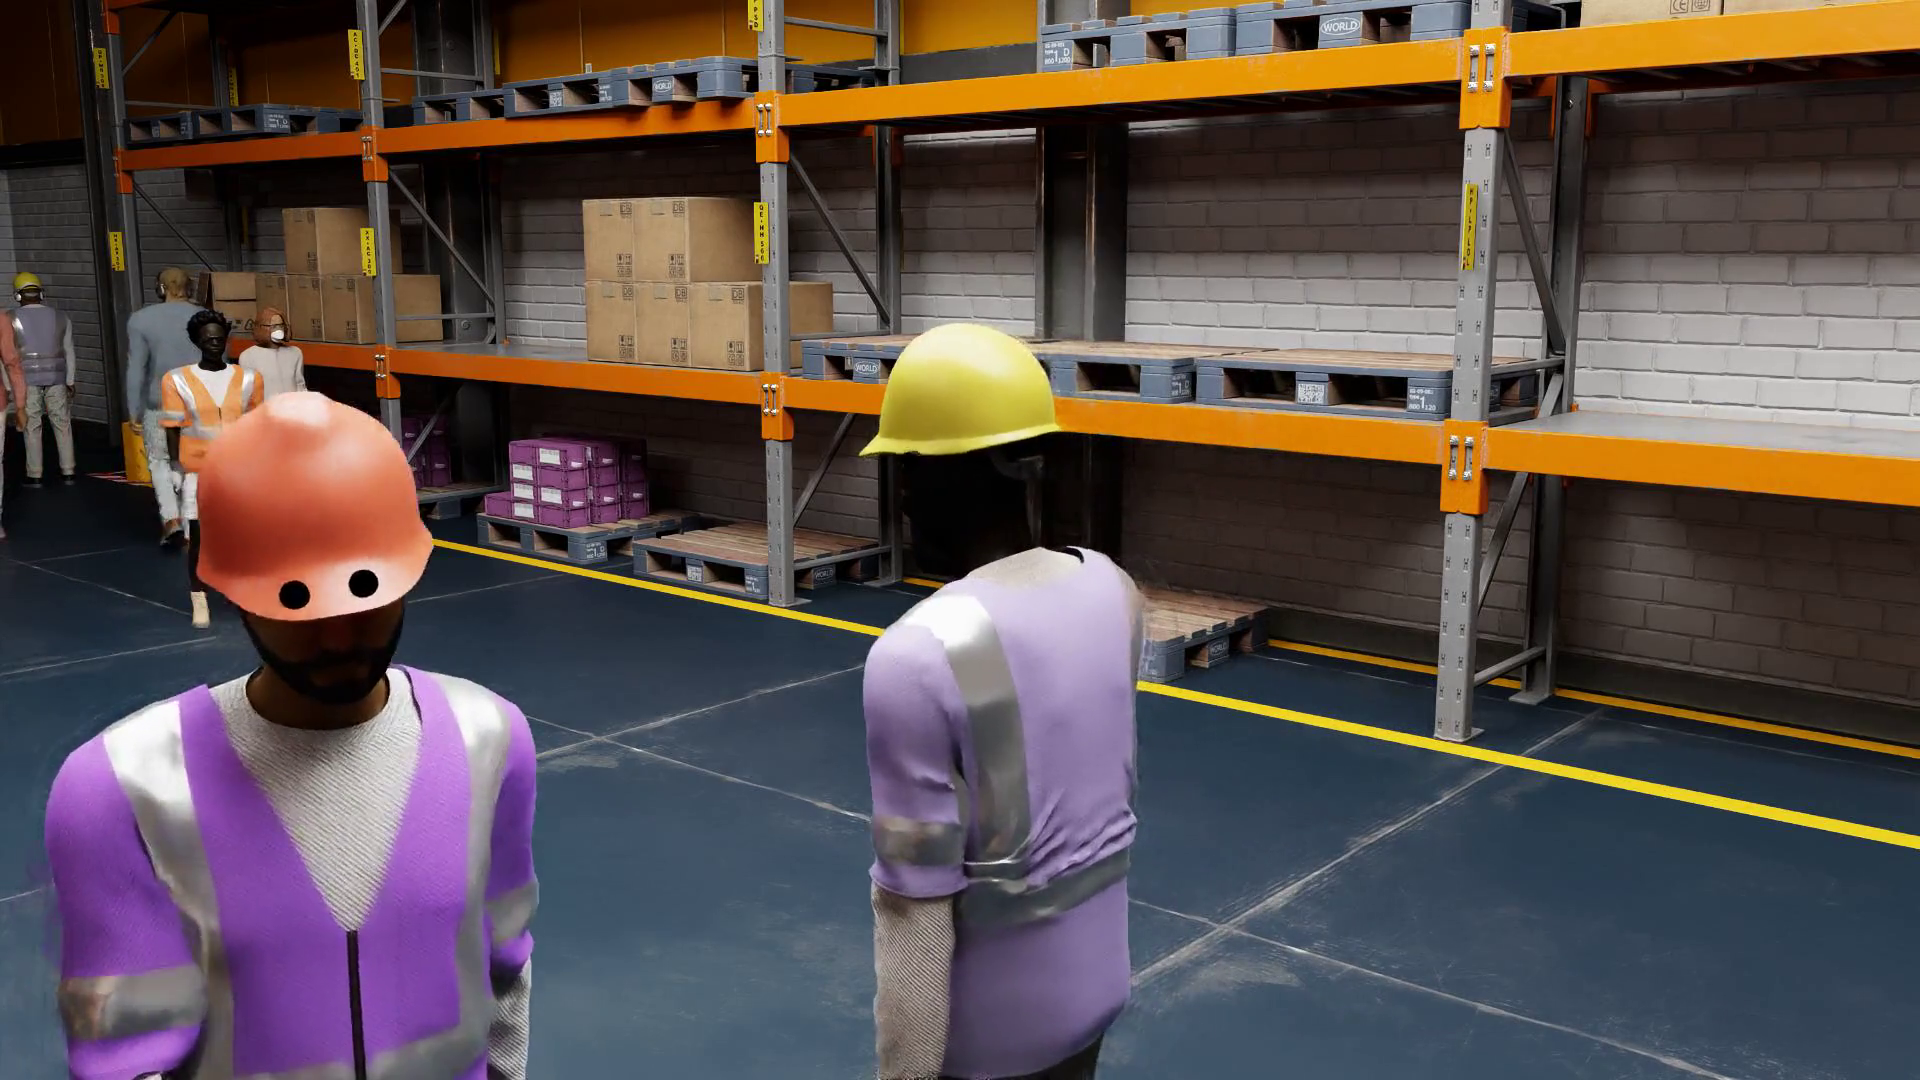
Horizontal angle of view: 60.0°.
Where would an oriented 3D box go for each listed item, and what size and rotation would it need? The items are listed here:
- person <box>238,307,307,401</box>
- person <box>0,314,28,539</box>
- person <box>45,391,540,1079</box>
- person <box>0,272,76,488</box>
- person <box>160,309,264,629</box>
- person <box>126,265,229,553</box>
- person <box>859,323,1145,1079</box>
[{"bbox_3d":[-4.715,-0.791,11.482,0.284,1.626,0.500,6,12,31],"label":"person"},{"bbox_3d":[-6.693,-0.919,11.297,0.640,1.947,0.940,-8,12,-37],"label":"person"},{"bbox_3d":[-0.722,0.761,1.924,0.537,1.891,0.970,-7,12,-35],"label":"person"},{"bbox_3d":[-7.813,-1.353,14.103,0.403,1.823,0.586,10,14,43],"label":"person"},{"bbox_3d":[-3.973,-0.381,8.921,0.535,1.700,0.318,-7,12,-34],"label":"person"},{"bbox_3d":[-5.188,-0.861,11.069,0.668,1.903,0.445,-8,13,-38],"label":"person"},{"bbox_3d":[0.033,0.649,2.425,0.413,1.922,0.608,8,13,37],"label":"person"}]
